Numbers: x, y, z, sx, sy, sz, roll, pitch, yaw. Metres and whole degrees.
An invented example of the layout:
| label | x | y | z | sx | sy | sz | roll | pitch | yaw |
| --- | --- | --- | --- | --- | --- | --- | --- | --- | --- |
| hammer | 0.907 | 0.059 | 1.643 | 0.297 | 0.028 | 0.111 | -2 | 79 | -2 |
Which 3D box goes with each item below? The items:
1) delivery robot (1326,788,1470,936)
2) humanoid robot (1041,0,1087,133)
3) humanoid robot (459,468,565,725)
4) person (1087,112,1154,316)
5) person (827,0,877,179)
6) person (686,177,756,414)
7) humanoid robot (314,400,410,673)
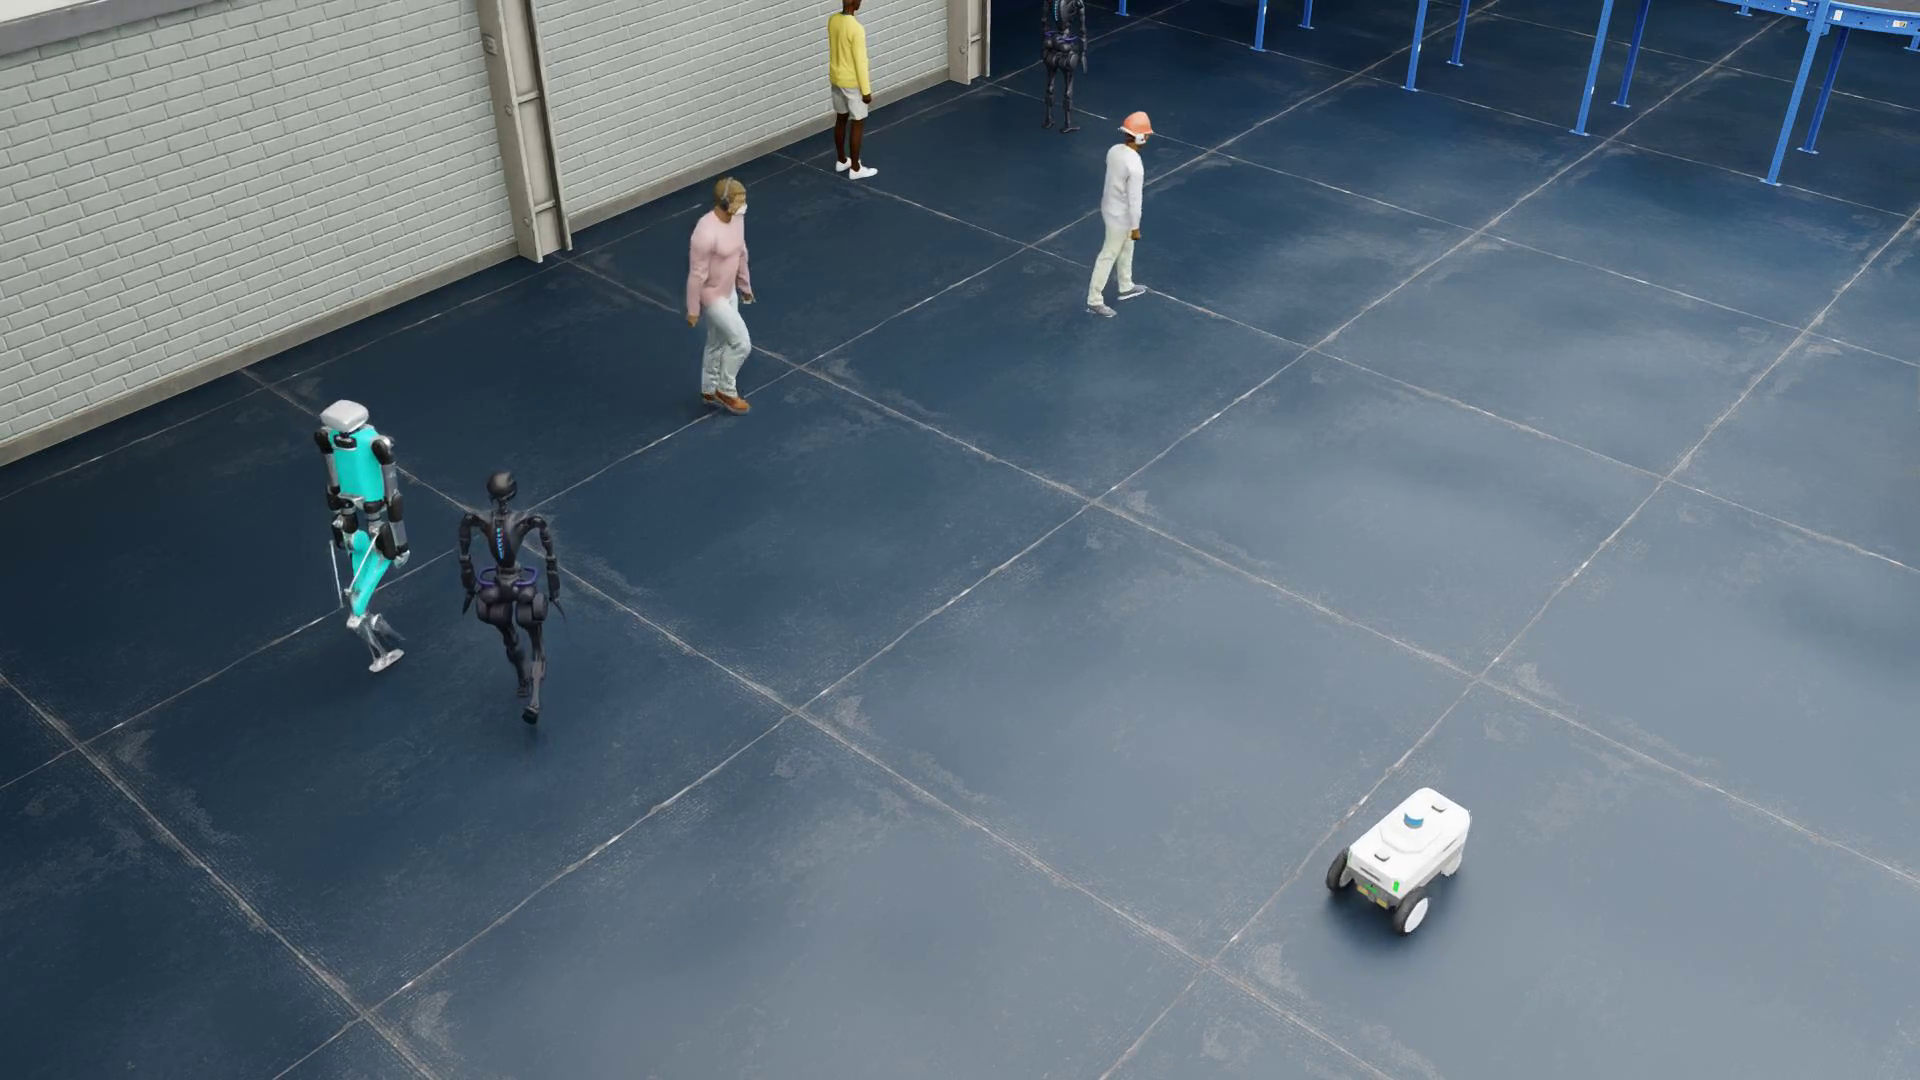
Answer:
| label | x | y | z | sx | sy | sz | roll | pitch | yaw |
| --- | --- | --- | --- | --- | --- | --- | --- | --- | --- |
| delivery robot | 2.362 | 1.651 | 8.807 | 0.769 | 0.577 | 0.499 | -29 | 44 | -34 |
| humanoid robot | 1.061 | -5.111 | 17.340 | 0.599 | 1.655 | 0.315 | 27 | 43 | 32 |
| humanoid robot | -2.642 | 0.356 | 9.701 | 0.610 | 1.631 | 0.641 | -1 | 35 | -2 |
| person | 1.365 | -2.742 | 13.993 | 0.609 | 1.712 | 0.573 | -6 | 36 | -8 |
| person | -1.079 | -4.473 | 16.275 | 0.383 | 1.892 | 0.550 | -25 | 42 | -30 |
| person | -1.784 | -1.826 | 12.537 | 0.559 | 1.906 | 0.662 | 9 | 36 | 12 |
| humanoid robot | -3.668 | 0.099 | 10.022 | 0.563 | 1.797 | 0.831 | 13 | 37 | 17 |
